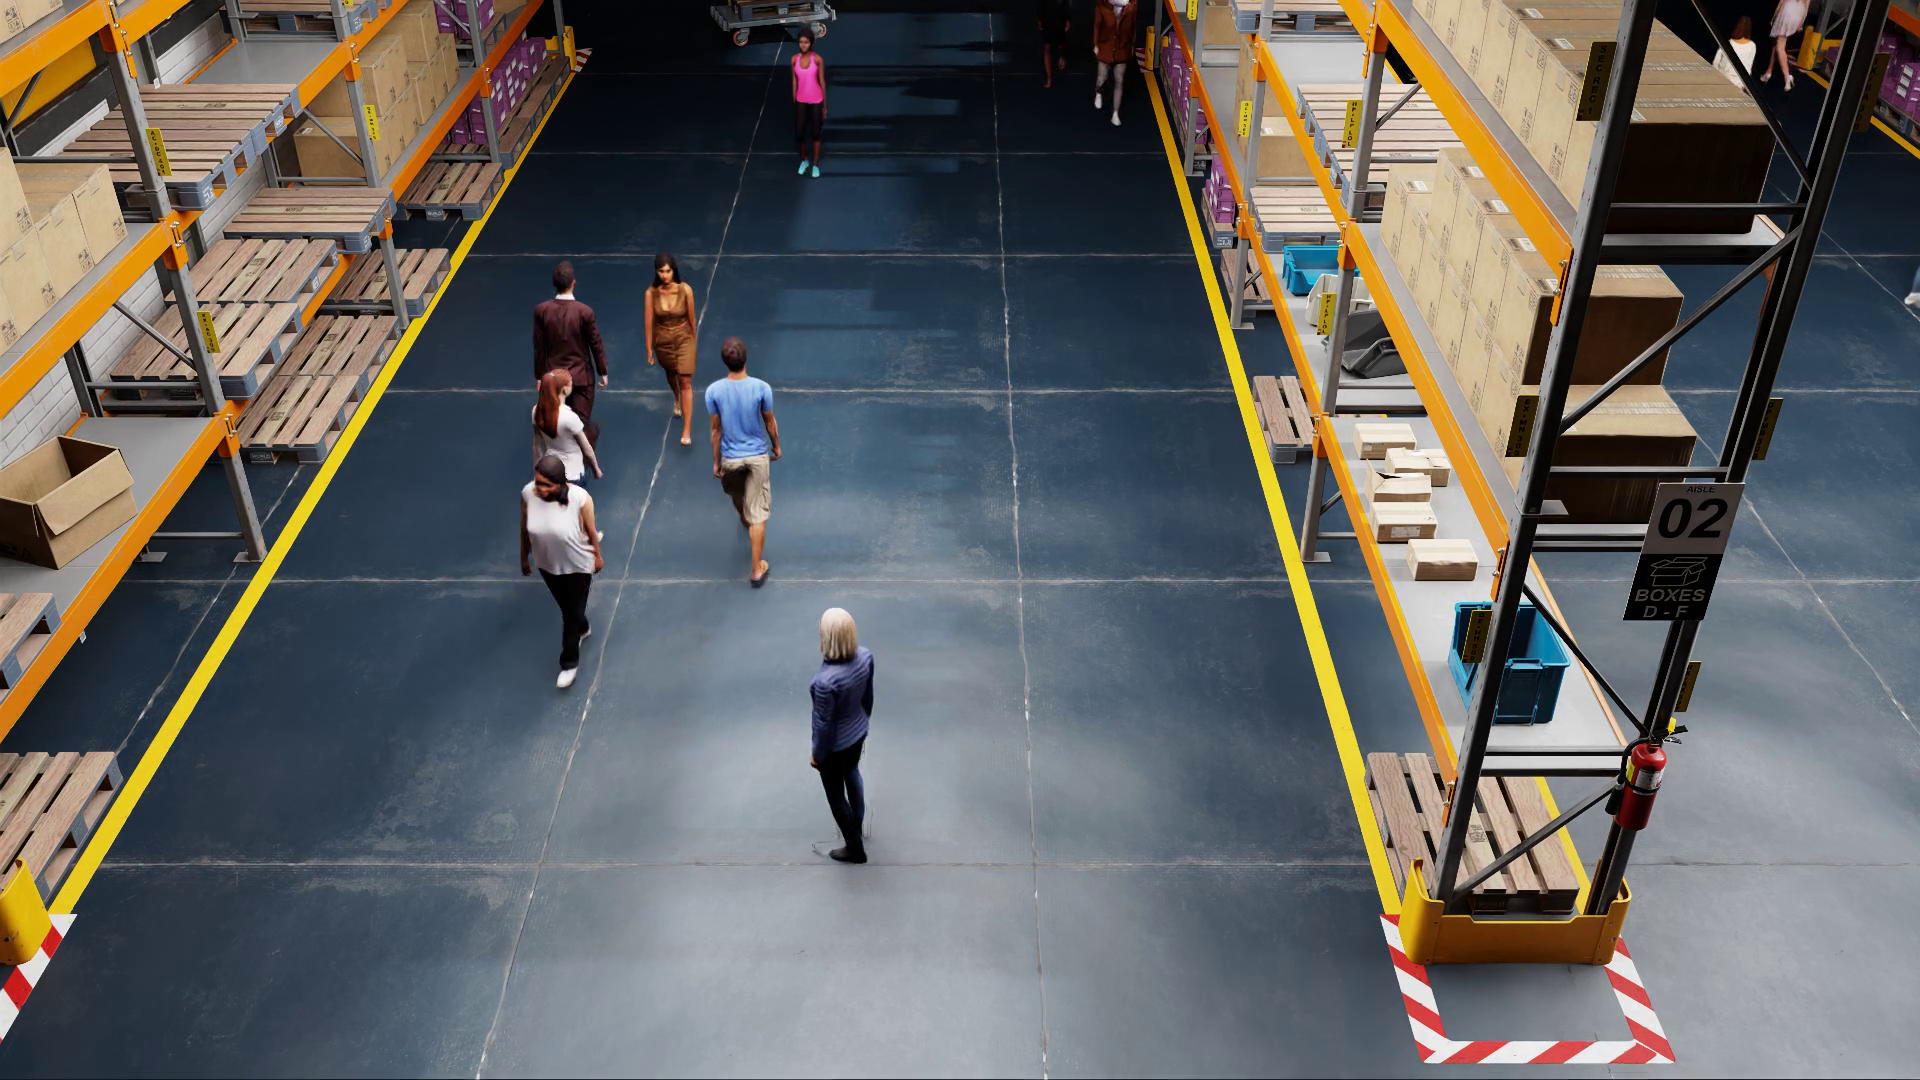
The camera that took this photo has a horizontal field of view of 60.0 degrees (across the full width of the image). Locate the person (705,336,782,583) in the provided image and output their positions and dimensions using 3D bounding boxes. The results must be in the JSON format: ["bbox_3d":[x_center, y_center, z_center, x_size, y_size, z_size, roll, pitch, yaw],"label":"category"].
[{"bbox_3d":[-1.586,-0.546,12.233,0.691,1.808,1.228,-1,34,-1],"label":"person"}]

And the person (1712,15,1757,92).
[{"bbox_3d":[8.982,-5.262,19.469,0.682,1.653,1.032,3,34,4],"label":"person"}]

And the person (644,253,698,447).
[{"bbox_3d":[-2.422,-1.674,14.088,0.627,1.634,1.123,-3,34,-4],"label":"person"}]

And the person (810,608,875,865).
[{"bbox_3d":[-0.685,1.133,9.753,0.872,1.759,0.799,18,38,25],"label":"person"}]

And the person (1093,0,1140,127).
[{"bbox_3d":[1.892,-6.084,20.551,0.739,1.826,0.931,-3,34,-4],"label":"person"}]

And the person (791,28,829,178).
[{"bbox_3d":[-1.704,-5.021,19.053,0.557,1.713,0.599,1,34,1],"label":"person"}]

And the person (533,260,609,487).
[{"bbox_3d":[-3.137,-1.260,13.301,0.808,1.817,1.269,3,34,4],"label":"person"}]

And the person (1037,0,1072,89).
[{"bbox_3d":[1.258,-6.837,21.791,0.725,1.707,1.009,7,34,10],"label":"person"}]

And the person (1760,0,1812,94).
[{"bbox_3d":[10.709,-6.617,21.439,0.624,1.730,1.125,-3,34,-4],"label":"person"}]

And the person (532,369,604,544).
[{"bbox_3d":[-2.950,-0.386,12.087,0.871,1.706,1.027,17,37,24],"label":"person"}]

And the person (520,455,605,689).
[{"bbox_3d":[-2.676,0.105,11.393,0.855,1.655,1.065,10,35,14],"label":"person"}]
